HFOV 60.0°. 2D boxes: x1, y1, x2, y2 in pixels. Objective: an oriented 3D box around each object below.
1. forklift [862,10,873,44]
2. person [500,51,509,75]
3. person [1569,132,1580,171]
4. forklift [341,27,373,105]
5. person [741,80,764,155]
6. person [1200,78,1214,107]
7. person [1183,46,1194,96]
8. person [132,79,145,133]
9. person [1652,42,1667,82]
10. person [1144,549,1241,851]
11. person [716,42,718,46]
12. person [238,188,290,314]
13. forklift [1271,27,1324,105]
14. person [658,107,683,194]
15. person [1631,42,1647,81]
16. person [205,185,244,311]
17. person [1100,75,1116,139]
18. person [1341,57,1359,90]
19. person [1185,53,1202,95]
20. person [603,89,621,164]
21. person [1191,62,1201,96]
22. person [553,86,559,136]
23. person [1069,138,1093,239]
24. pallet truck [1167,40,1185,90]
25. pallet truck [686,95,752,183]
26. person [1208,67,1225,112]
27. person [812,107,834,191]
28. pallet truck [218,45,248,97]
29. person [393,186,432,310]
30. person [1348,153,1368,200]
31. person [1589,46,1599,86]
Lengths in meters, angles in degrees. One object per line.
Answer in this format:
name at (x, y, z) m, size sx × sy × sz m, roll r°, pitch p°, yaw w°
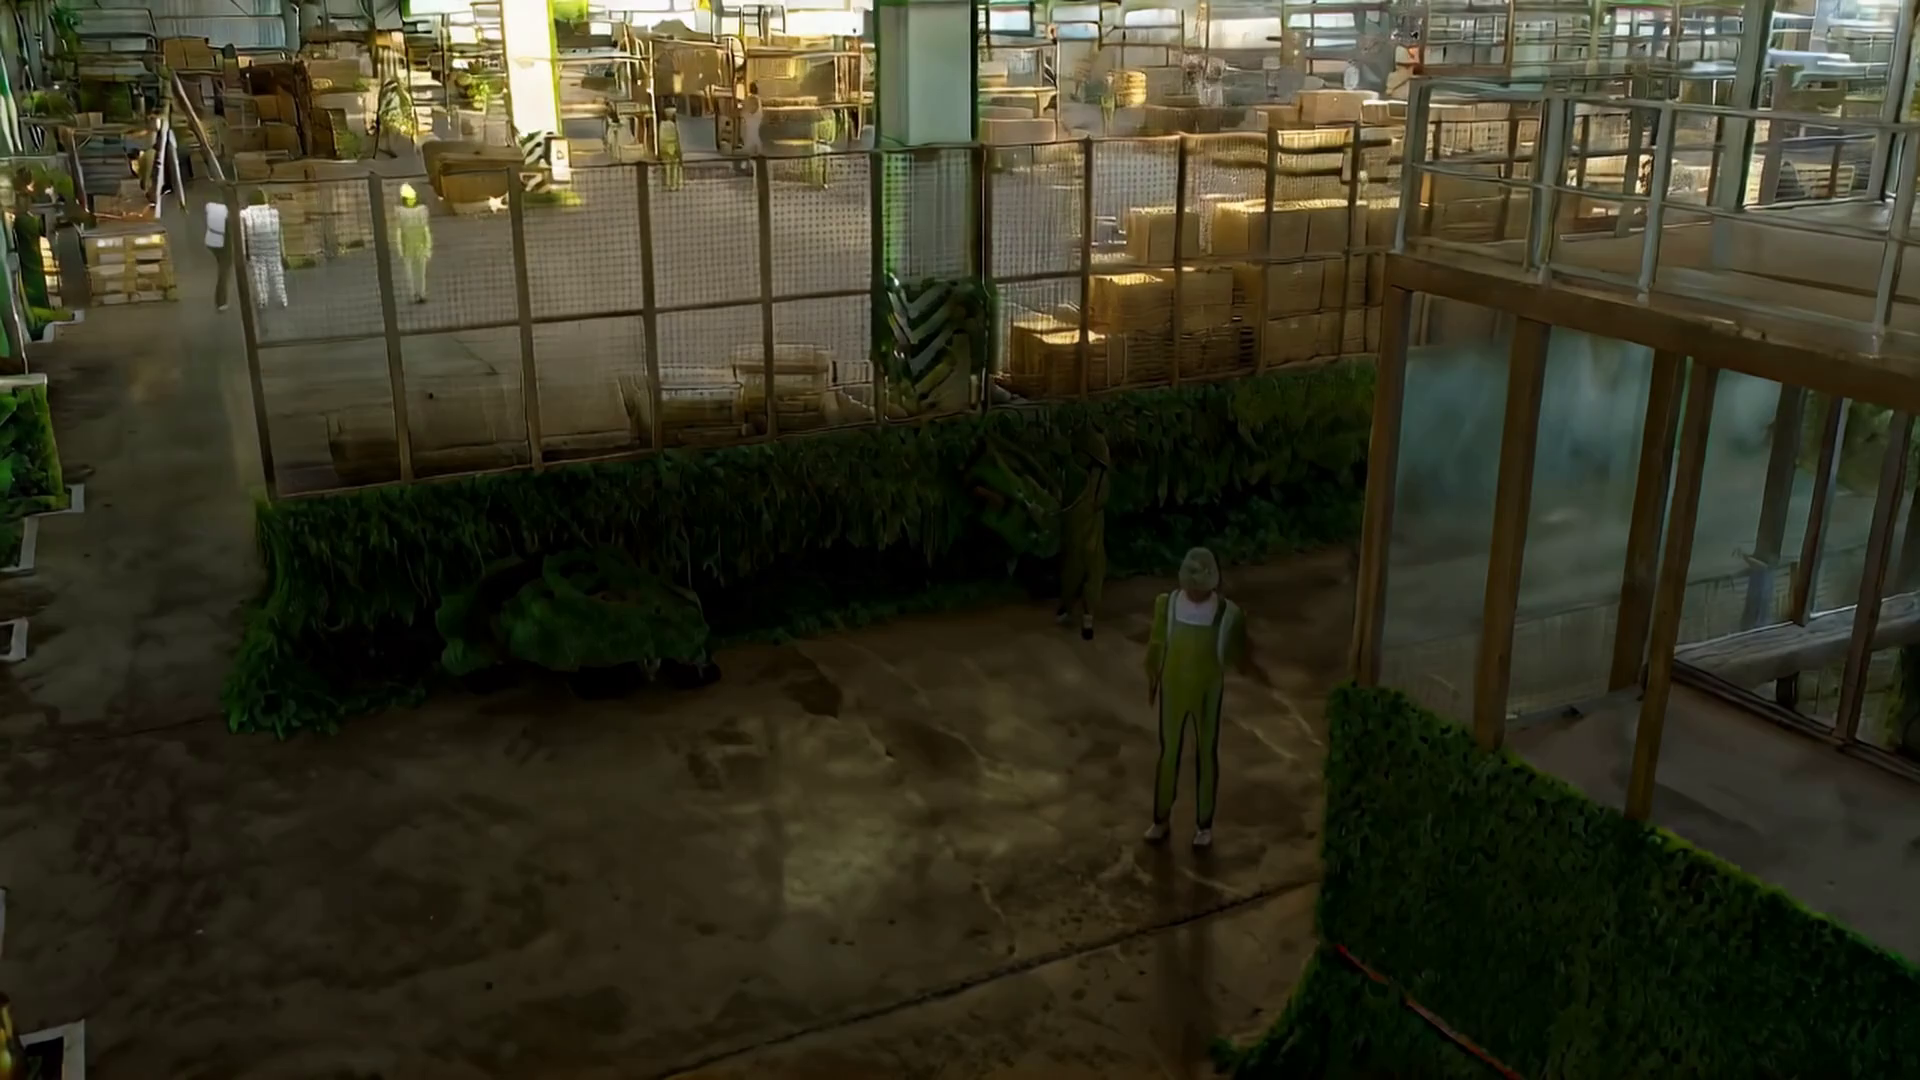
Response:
forklift at (-4.614, -25.214, 83.762) m, size 1.873 × 2.768 × 1.129 m, roll -7°, pitch 20°, yaw -18°
person at (-18.566, -19.183, 68.088) m, size 0.539 × 1.679 × 0.701 m, roll -8°, pitch 21°, yaw -23°
person at (11.815, -6.954, 32.282) m, size 0.549 × 1.915 × 0.736 m, roll 15°, pitch 24°, yaw 37°
forklift at (-22.273, -17.348, 60.959) m, size 1.873 × 2.768 × 1.129 m, roll -9°, pitch 21°, yaw -25°
person at (-5.638, -11.473, 45.195) m, size 0.625 × 2.000 × 0.690 m, roll 7°, pitch 20°, yaw 19°
person at (7.550, -13.321, 51.087) m, size 0.544 × 1.689 × 0.324 m, roll -9°, pitch 21°, yaw -25°
person at (9.136, -18.647, 66.169) m, size 0.586 × 1.918 × 0.552 m, roll -5°, pitch 20°, yaw -15°
person at (-25.374, -13.403, 51.413) m, size 0.518 × 1.633 × 0.312 m, roll 5°, pitch 20°, yaw 13°
person at (31.246, -21.369, 74.340) m, size 0.539 × 1.742 × 0.433 m, roll 3°, pitch 19°, yaw 7°
person at (1.336, 0.912, 9.599) m, size 0.505 × 1.840 × 0.344 m, roll 7°, pitch 20°, yaw 19°
person at (-10.991, -21.911, 75.980) m, size 0.547 × 1.681 × 0.509 m, roll -3°, pitch 19°, yaw -9°
person at (-10.319, -4.294, 24.685) m, size 0.633 × 1.841 × 0.429 m, roll -10°, pitch 21°, yaw -26°
forklift at (12.239, -17.187, 60.491) m, size 1.873 × 2.768 × 1.129 m, roll -9°, pitch 21°, yaw -25°
person at (-6.559, -8.834, 37.734) m, size 0.585 × 1.921 × 0.389 m, roll 13°, pitch 23°, yaw 33°
person at (30.266, -21.345, 74.042) m, size 0.764 × 1.893 × 0.638 m, roll 16°, pitch 25°, yaw 38°
person at (-10.991, -4.379, 24.893) m, size 0.631 × 1.867 × 0.595 m, roll 13°, pitch 23°, yaw 32°
person at (4.437, -12.938, 49.728) m, size 0.503 × 1.861 × 0.331 m, roll 14°, pitch 23°, yaw 35°
person at (13.581, -15.820, 57.953) m, size 0.630 × 1.940 × 0.371 m, roll 10°, pitch 21°, yaw 26°
person at (8.524, -16.809, 60.827) m, size 0.627 × 1.934 × 0.370 m, roll 4°, pitch 20°, yaw 13°
person at (-8.971, -10.635, 42.904) m, size 0.383 × 1.951 × 0.605 m, roll 6°, pitch 20°, yaw 16°
person at (8.572, -16.572, 60.604) m, size 0.411 × 1.618 × 0.544 m, roll -10°, pitch 21°, yaw -26°
person at (-11.613, -11.958, 46.837) m, size 0.968 × 1.887 × 0.595 m, roll -4°, pitch 19°, yaw -11°
person at (2.301, -6.637, 31.419) m, size 0.355 × 1.882 × 0.575 m, roll -16°, pitch 25°, yaw -39°
pallet truck at (9.045, -19.971, 69.895) m, size 0.823 × 1.965 × 1.885 m, roll -3°, pitch 19°, yaw -8°
pallet truck at (-5.836, -9.608, 39.856) m, size 0.823 × 1.965 × 1.885 m, roll 10°, pitch 22°, yaw 27°
person at (8.079, -14.004, 52.685) m, size 0.618 × 1.938 × 0.644 m, roll -6°, pitch 20°, yaw -16°
person at (-3.146, -8.957, 38.137) m, size 0.583 × 1.882 × 0.338 m, roll -16°, pitch 25°, yaw -39°
pallet truck at (-28.879, -18.665, 66.111) m, size 0.823 × 1.965 × 1.885 m, roll -3°, pitch 19°, yaw -9°
person at (-8.213, -4.369, 24.913) m, size 0.554 × 1.830 × 0.913 m, roll -2°, pitch 19°, yaw -6°
person at (6.895, -5.813, 29.005) m, size 0.440 × 1.905 × 0.598 m, roll 9°, pitch 21°, yaw 24°
person at (25.175, -18.746, 66.410) m, size 0.963 × 1.962 × 0.624 m, roll -5°, pitch 20°, yaw -15°
